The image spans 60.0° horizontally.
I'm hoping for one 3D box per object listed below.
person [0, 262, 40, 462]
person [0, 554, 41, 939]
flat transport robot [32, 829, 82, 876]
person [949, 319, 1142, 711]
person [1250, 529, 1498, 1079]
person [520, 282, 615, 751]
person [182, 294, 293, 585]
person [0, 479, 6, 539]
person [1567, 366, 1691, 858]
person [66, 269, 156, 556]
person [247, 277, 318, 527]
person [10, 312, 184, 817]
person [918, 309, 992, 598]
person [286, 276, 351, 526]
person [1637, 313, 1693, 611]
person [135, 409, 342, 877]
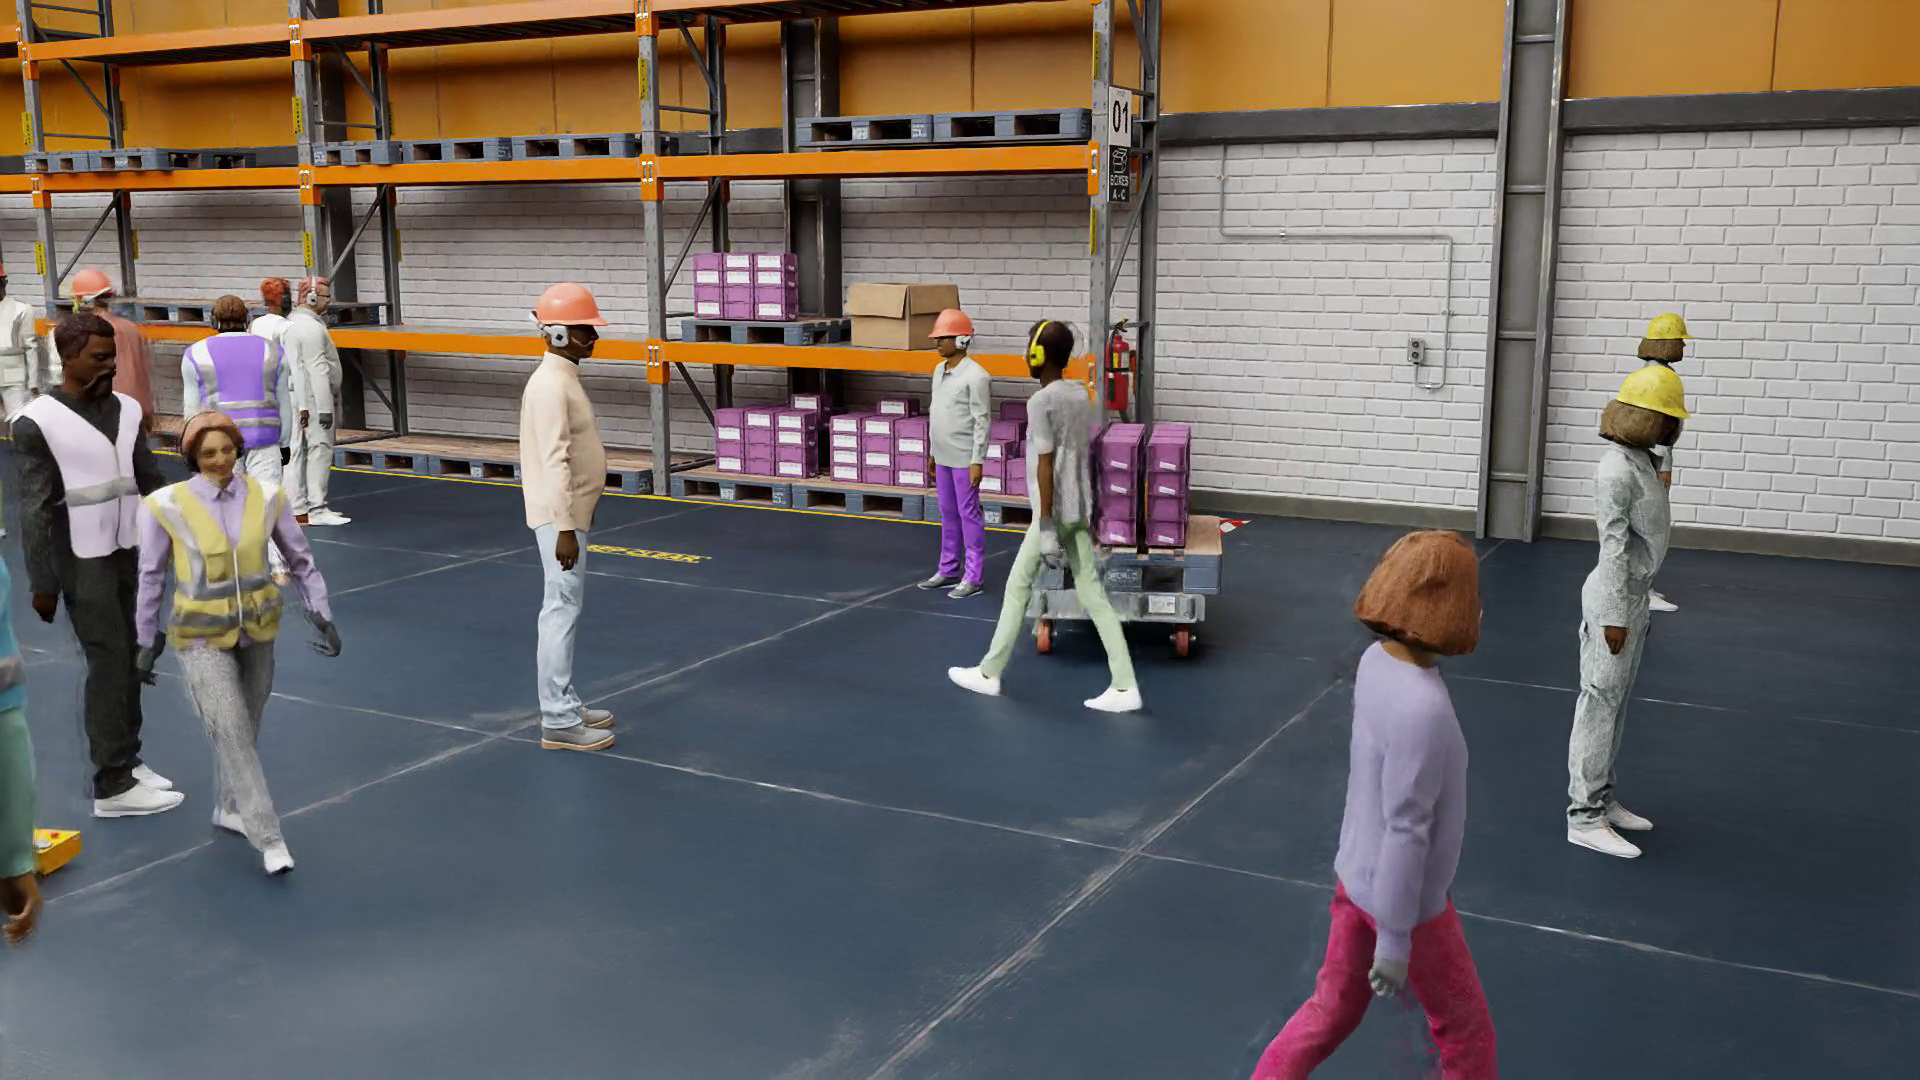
[{"bbox_3d":[-7.862,-1.303,13.608,0.608,2.044,0.370,-5,12,-27],"label":"person"},{"bbox_3d":[-2.139,0.620,3.224,0.630,1.990,0.826,-10,14,-44],"label":"person"},{"bbox_3d":[-3.478,1.125,5.159,0.652,0.197,1.431,1,10,6],"label":"flat transport robot"},{"bbox_3d":[0.438,-0.112,7.734,1.022,1.811,0.507,8,13,36],"label":"person"},{"bbox_3d":[0.949,0.755,3.583,0.856,1.588,0.505,0,10,0],"label":"person"},{"bbox_3d":[-1.677,-0.103,7.165,0.397,1.992,0.621,-2,11,-10],"label":"person"},{"bbox_3d":[-4.486,-0.605,10.375,0.623,1.835,0.431,-6,12,-30],"label":"person"},{"bbox_3d":[-7.151,-0.938,11.919,0.588,1.930,0.361,3,11,14],"label":"person"},{"bbox_3d":[2.398,0.247,5.958,0.311,1.735,0.483,6,12,31],"label":"person"},{"bbox_3d":[-5.910,-0.861,11.408,0.819,1.960,0.640,2,10,8],"label":"person"},{"bbox_3d":[-5.115,-1.037,12.583,0.586,1.882,0.343,7,12,33],"label":"person"},{"bbox_3d":[-3.258,0.085,6.398,0.567,1.901,0.610,1,10,7],"label":"person"},{"bbox_3d":[-0.035,-0.527,10.147,0.333,1.753,0.562,-6,12,-31],"label":"person"},{"bbox_3d":[-4.886,-1.050,12.638,0.399,1.895,0.656,-7,12,-33],"label":"person"},{"bbox_3d":[4.118,-0.463,9.827,0.294,1.744,0.487,2,11,11],"label":"person"},{"bbox_3d":[-2.466,0.346,5.750,0.804,1.593,0.630,10,14,42],"label":"person"}]
